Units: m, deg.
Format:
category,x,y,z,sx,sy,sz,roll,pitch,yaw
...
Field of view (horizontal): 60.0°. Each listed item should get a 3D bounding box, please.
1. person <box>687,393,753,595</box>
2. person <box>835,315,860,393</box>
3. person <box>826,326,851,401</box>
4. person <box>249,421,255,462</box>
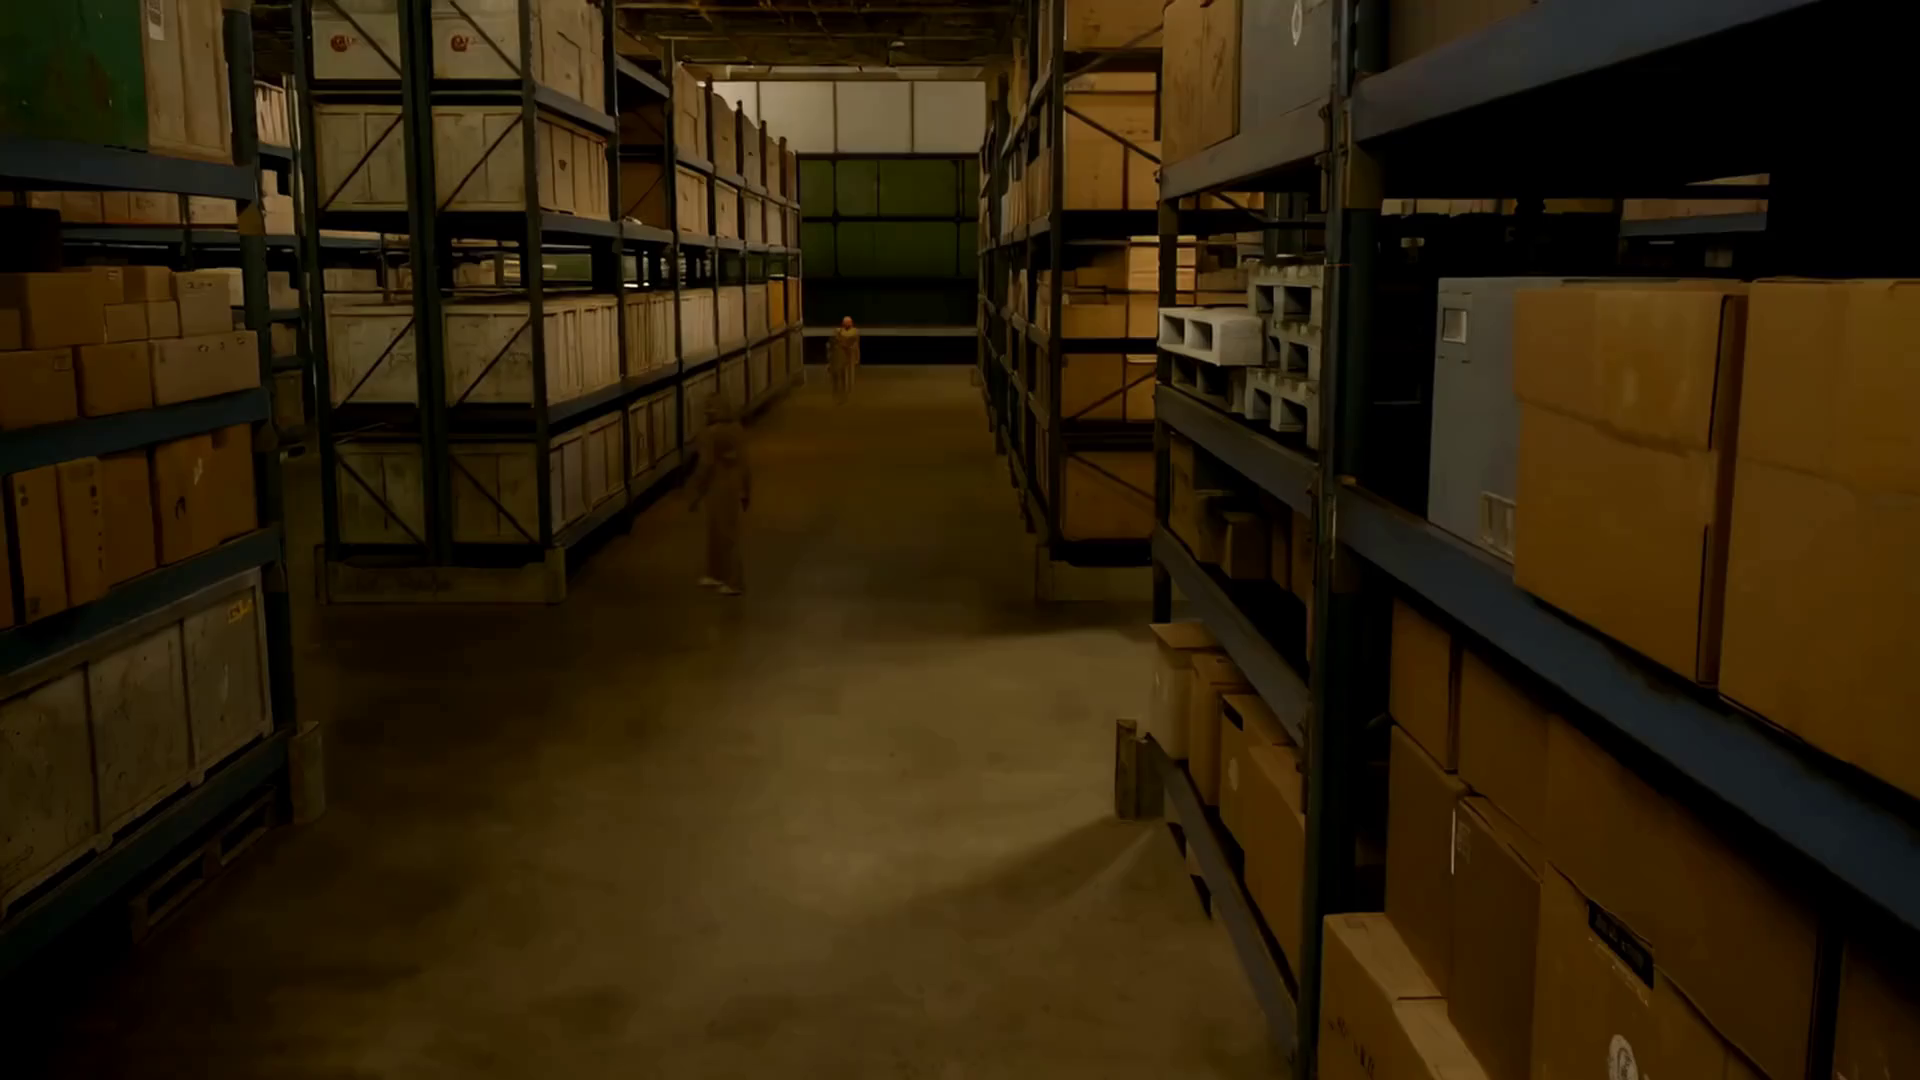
category,x,y,z,sx,sy,sz,roll,pitch,yaw
person,-2.326,-0.432,15.546,0.751,1.880,0.652,5,10,26
person,-2.758,-4.570,40.843,0.632,1.919,0.708,-2,9,-10
person,-2.802,-4.084,38.409,0.571,1.729,0.661,-1,9,-5
person,-8.543,-1.167,20.069,0.666,1.887,0.630,1,9,9
